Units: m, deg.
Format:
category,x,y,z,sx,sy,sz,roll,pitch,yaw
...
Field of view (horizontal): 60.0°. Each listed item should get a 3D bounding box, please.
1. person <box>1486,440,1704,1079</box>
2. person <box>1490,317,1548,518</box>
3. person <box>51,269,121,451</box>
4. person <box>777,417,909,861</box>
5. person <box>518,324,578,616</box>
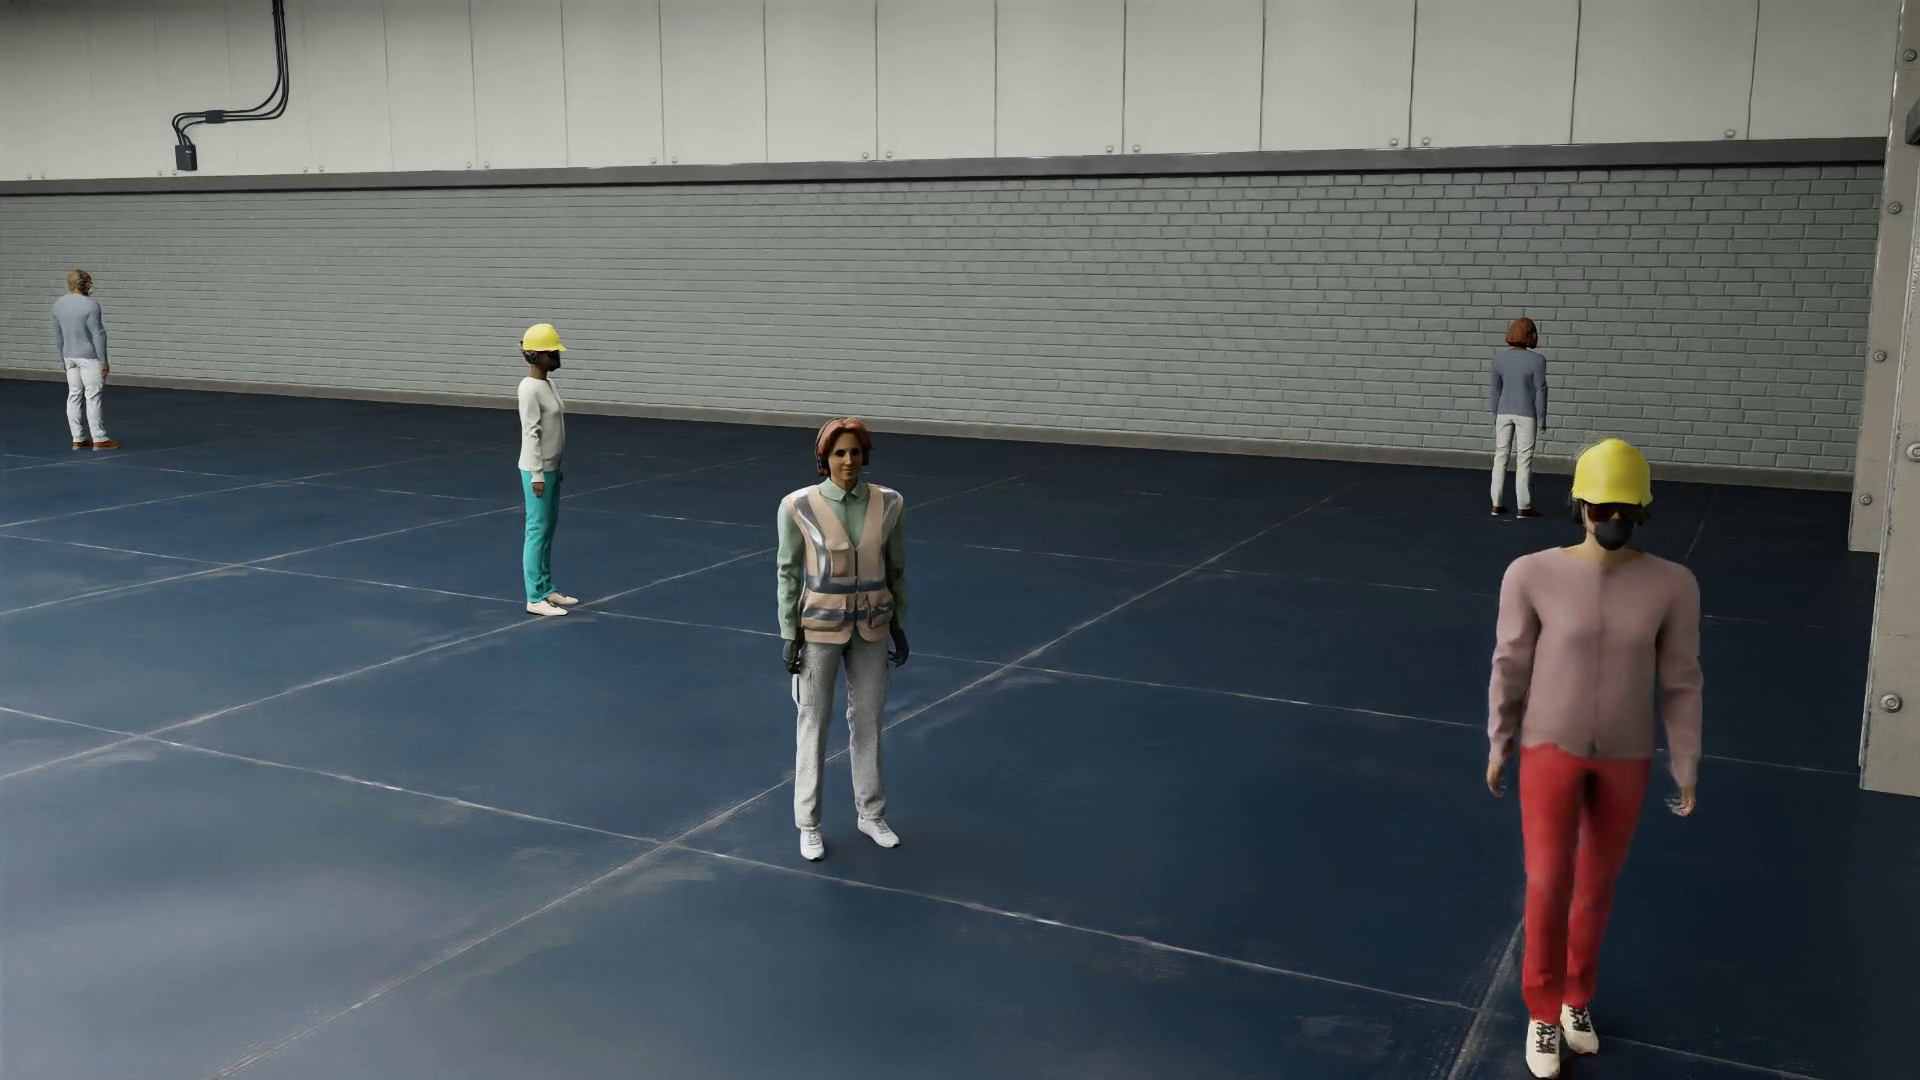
category,x,y,z,sx,sy,sz,roll,pitch,yaw
person,1.734,0.605,4.516,0.546,1.747,0.594,1,10,6
person,4.557,-0.995,13.580,0.286,1.633,0.499,-9,14,-41
person,-9.375,-1.918,17.795,0.627,1.936,0.374,4,11,19
person,-0.432,0.359,6.182,0.514,1.641,0.309,-5,11,-25
person,-2.516,-0.427,10.123,0.310,1.768,0.533,0,10,-1
